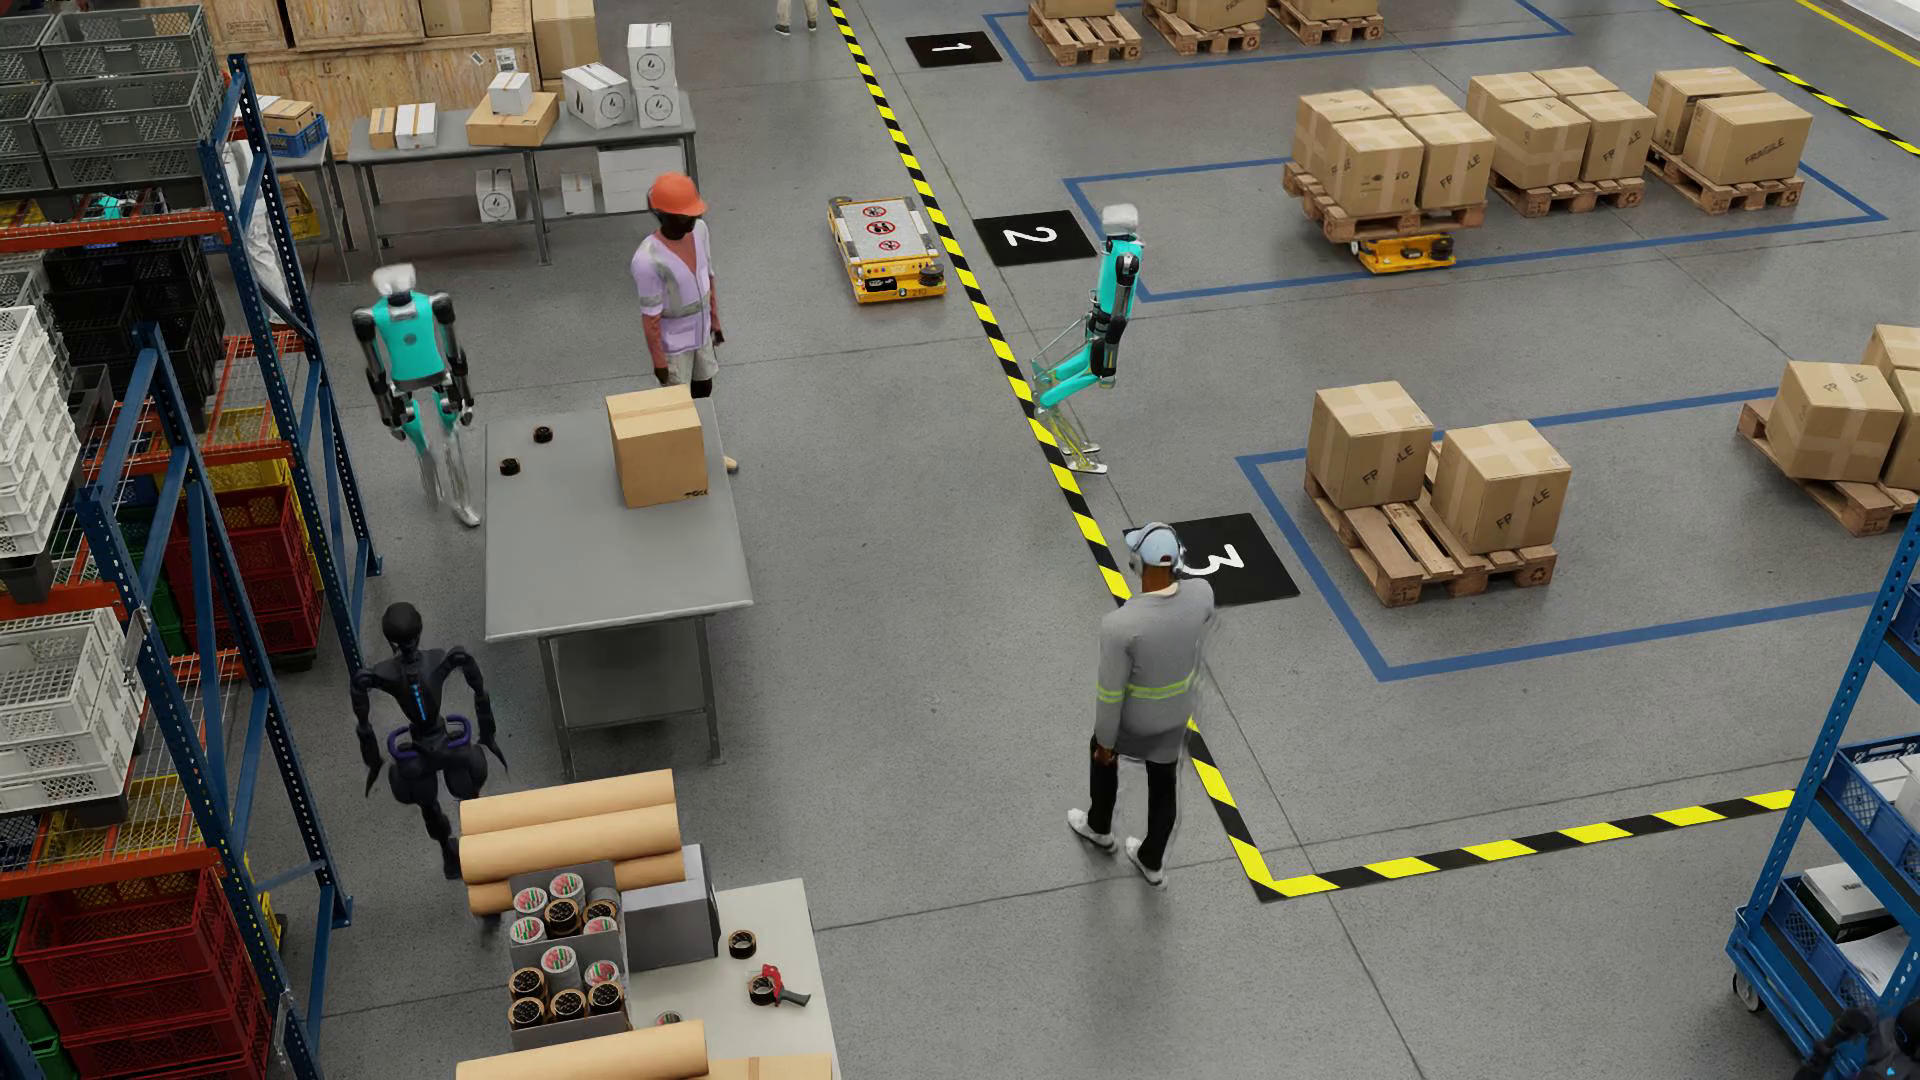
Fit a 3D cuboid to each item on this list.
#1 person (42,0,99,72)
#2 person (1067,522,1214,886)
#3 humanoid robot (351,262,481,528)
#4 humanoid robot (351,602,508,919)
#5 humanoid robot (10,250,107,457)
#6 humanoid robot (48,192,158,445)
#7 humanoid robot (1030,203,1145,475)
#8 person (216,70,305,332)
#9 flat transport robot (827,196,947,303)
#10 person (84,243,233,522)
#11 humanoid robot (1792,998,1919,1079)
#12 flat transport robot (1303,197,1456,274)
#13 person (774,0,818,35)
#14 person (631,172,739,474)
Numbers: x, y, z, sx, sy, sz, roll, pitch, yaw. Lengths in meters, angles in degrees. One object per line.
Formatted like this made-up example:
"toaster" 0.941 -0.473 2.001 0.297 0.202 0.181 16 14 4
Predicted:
"person" -8.090 -4.943 14.928 0.716 1.796 0.455 24 43 28
"person" 0.792 0.694 7.316 0.594 1.821 0.699 -15 39 -19
"humanoid robot" -3.061 -0.801 9.485 0.543 1.904 0.751 -14 39 -18
"humanoid robot" -2.260 0.951 7.119 0.601 1.633 0.678 -13 39 -17
"humanoid robot" -5.296 -1.049 9.788 0.397 1.649 0.610 -19 41 -24
"humanoid robot" -5.081 -1.313 10.006 0.531 1.692 0.728 -5 37 -6
"humanoid robot" 0.677 -1.168 9.780 0.735 1.677 0.533 -1 37 -1
"person" -4.795 -2.269 11.251 0.350 1.881 0.575 6 37 8
"flat transport robot" -0.570 -2.220 12.538 0.659 0.231 1.431 -8 37 -10
"person" -4.462 -0.783 9.205 0.401 1.947 0.614 -12 38 -16
"humanoid robot" 3.079 2.056 5.658 0.680 1.641 0.612 -15 39 -19
"flat transport robot" 3.229 -2.491 12.878 0.652 0.197 1.431 -8 37 -10
"person" -1.643 -5.795 16.088 0.569 1.761 0.408 -13 39 -17
"person" -1.581 -1.188 9.678 0.403 2.037 0.609 19 41 24
